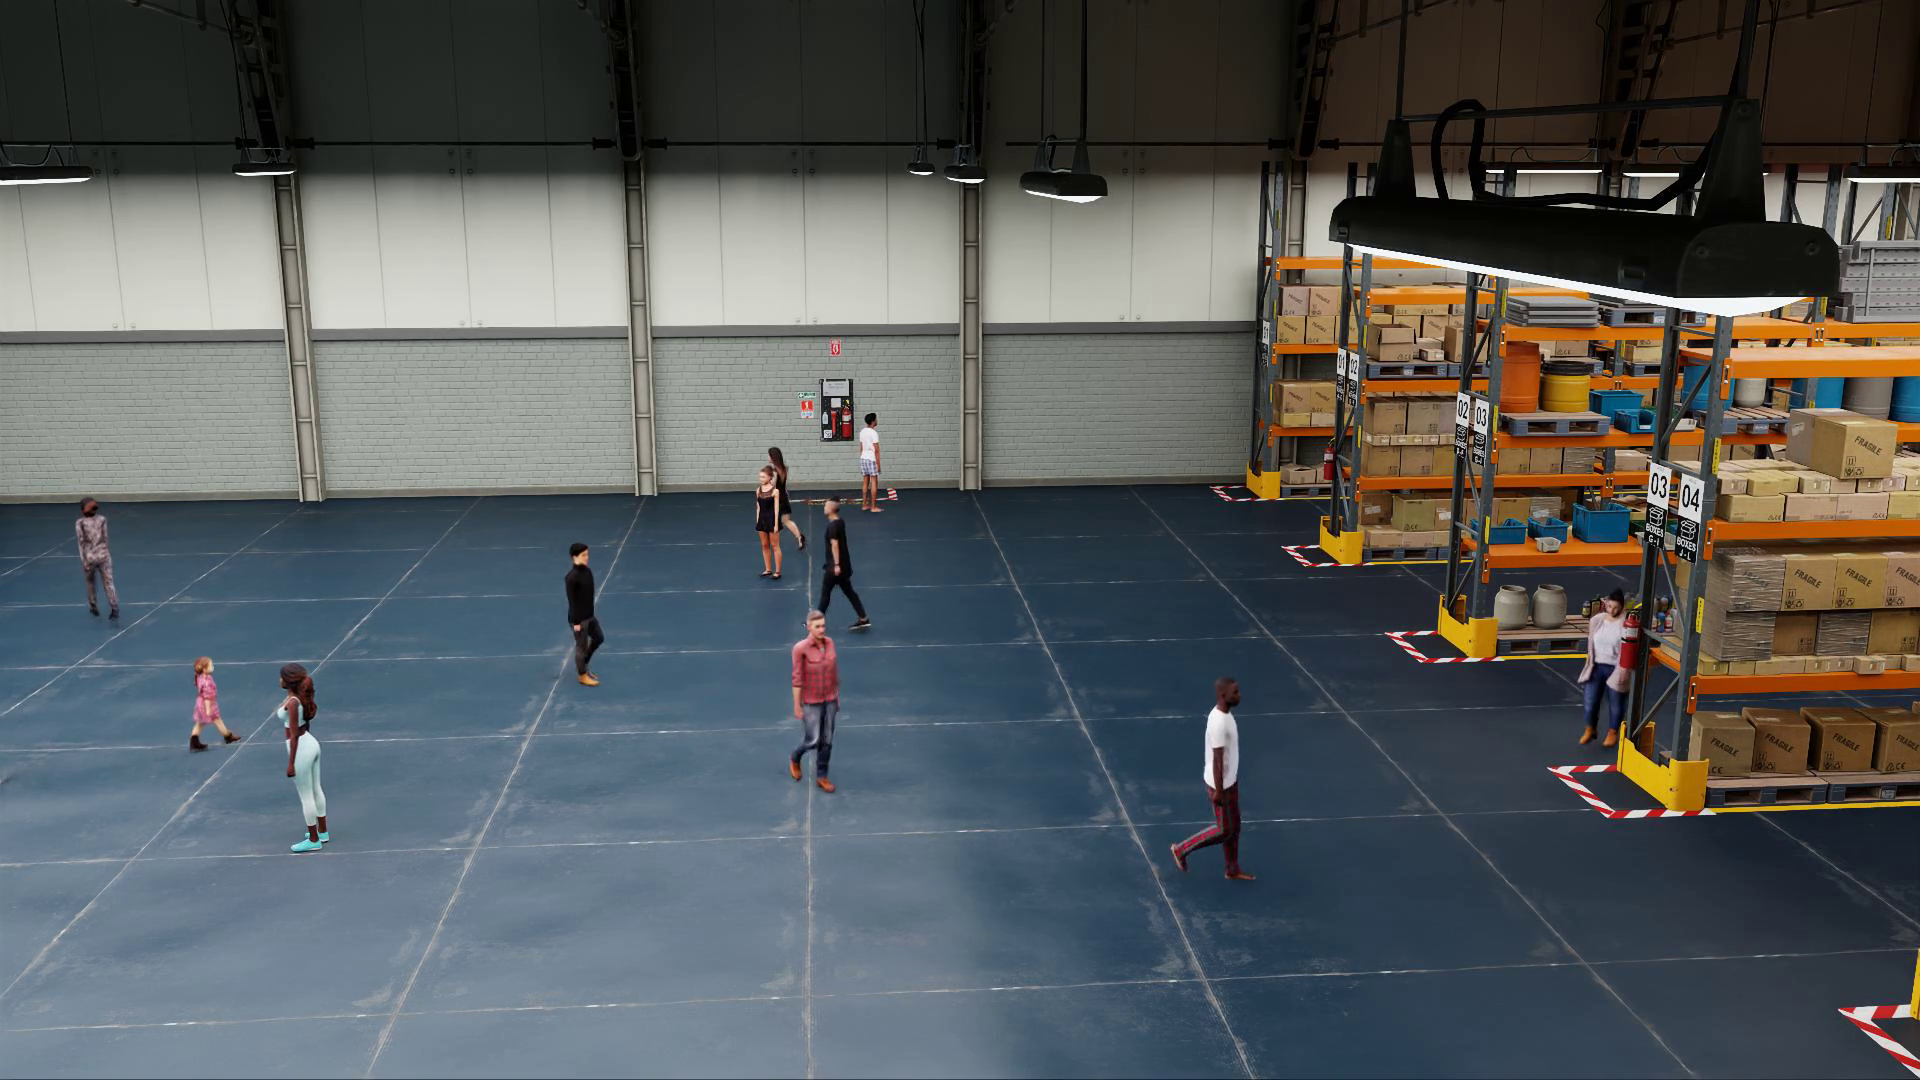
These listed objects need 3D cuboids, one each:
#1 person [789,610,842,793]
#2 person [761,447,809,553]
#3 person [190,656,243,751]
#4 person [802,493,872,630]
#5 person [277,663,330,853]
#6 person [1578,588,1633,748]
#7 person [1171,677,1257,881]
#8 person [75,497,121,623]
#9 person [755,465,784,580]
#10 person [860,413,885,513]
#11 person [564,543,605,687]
[{"bbox_3d":[-1.447,1.554,16.319,0.917,1.816,0.967,-11,17,-39],"label":"person"},{"bbox_3d":[-2.759,-0.580,25.830,1.147,1.684,0.961,6,14,23],"label":"person"},{"bbox_3d":[-7.935,1.723,17.404,0.781,0.998,0.673,-11,17,-40],"label":"person"},{"bbox_3d":[-1.511,0.318,21.642,1.237,1.823,0.901,2,13,10],"label":"person"},{"bbox_3d":[-5.890,1.931,14.896,0.542,1.724,0.583,0,13,0],"label":"person"},{"bbox_3d":[6.885,1.327,17.497,0.838,1.727,0.897,11,17,39],"label":"person"},{"bbox_3d":[2.167,2.048,14.178,1.051,1.819,0.865,3,13,14],"label":"person"},{"bbox_3d":[-11.423,0.295,22.082,1.129,1.670,1.072,-12,18,-42],"label":"person"},{"bbox_3d":[-2.806,-0.270,24.496,0.677,1.681,0.752,8,15,32],"label":"person"},{"bbox_3d":[-1.578,-1.370,29.132,0.718,1.734,0.708,-10,16,-37],"label":"person"},{"bbox_3d":[-4.489,0.861,19.529,0.761,1.719,0.769,4,14,17],"label":"person"}]
